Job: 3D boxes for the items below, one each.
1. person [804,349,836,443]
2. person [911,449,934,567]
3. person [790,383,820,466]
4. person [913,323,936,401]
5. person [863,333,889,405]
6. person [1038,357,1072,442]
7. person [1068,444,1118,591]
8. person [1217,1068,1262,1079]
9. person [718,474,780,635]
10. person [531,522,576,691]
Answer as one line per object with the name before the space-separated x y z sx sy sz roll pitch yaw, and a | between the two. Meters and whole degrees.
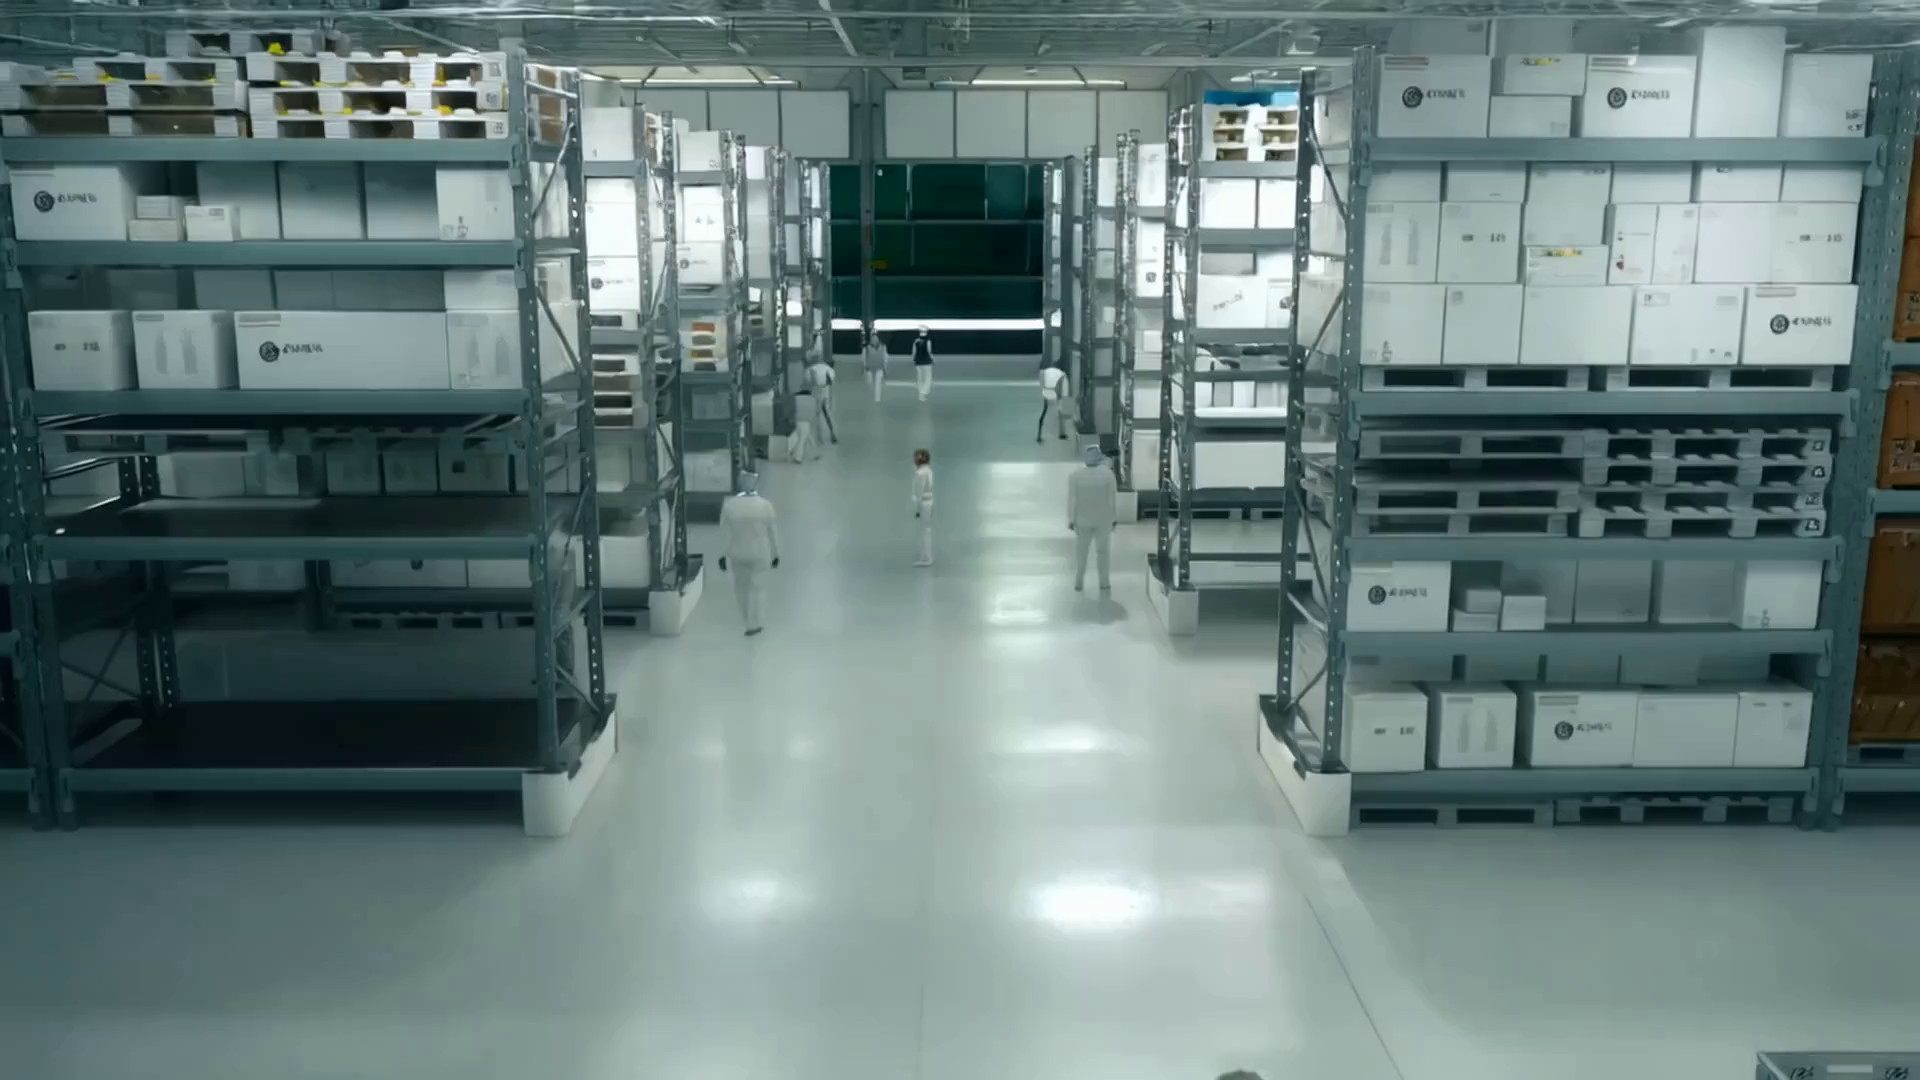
person | -2.899 -2.993 34.735 0.687 1.991 0.810 -6 13 -28
person | -0.513 -0.450 23.020 0.309 1.641 0.514 2 12 9
person | -2.965 -2.232 31.985 0.529 1.575 0.885 9 14 37
person | -0.891 -4.523 42.354 0.645 1.976 0.433 6 13 26
person | -2.097 -4.331 41.878 0.616 1.800 0.965 3 12 15
person | 1.967 -2.963 35.123 0.983 1.776 0.697 -11 16 -43
person | 1.725 -0.292 21.560 0.651 1.911 0.409 2 12 10
person | 1.210 2.863 6.545 0.796 1.664 0.531 1 11 4
person | -2.451 0.141 19.563 0.686 1.849 0.886 2 12 10
person | -4.196 0.586 17.142 0.378 1.940 0.628 -11 16 -43
